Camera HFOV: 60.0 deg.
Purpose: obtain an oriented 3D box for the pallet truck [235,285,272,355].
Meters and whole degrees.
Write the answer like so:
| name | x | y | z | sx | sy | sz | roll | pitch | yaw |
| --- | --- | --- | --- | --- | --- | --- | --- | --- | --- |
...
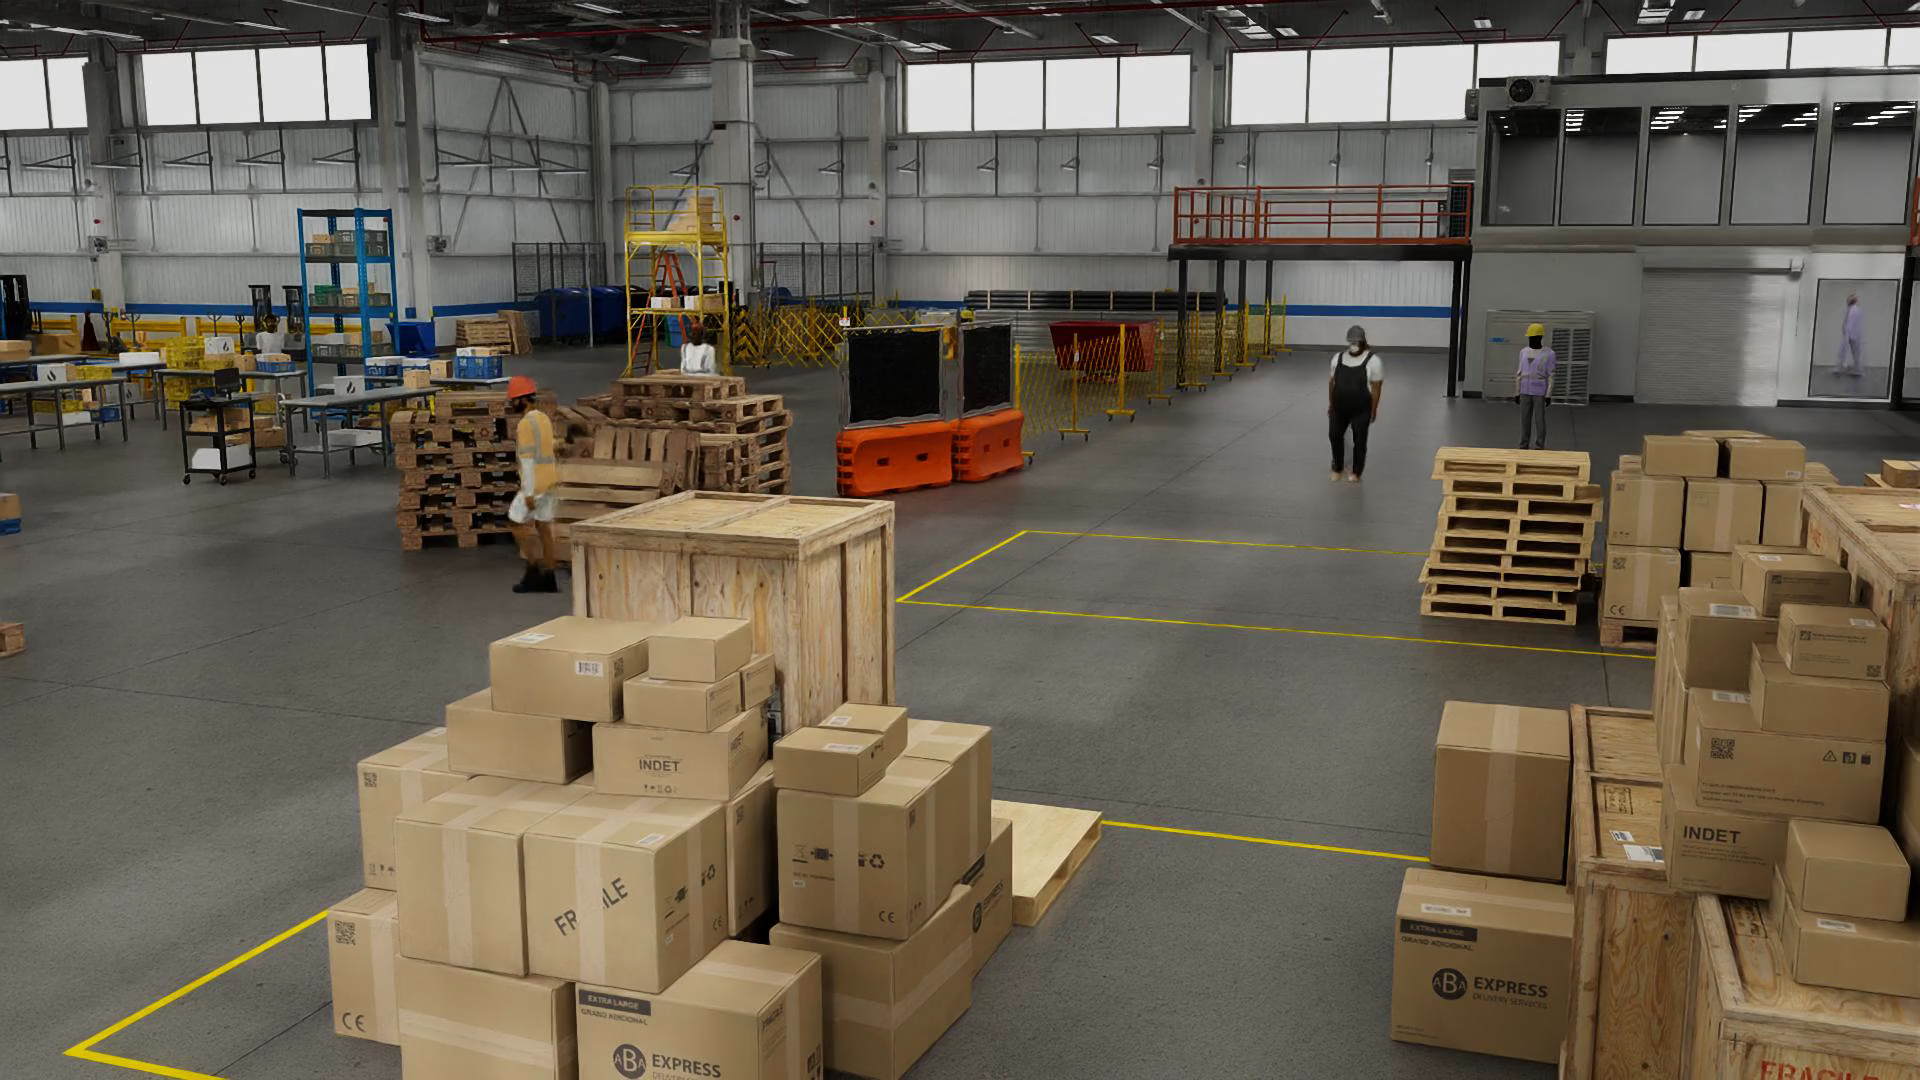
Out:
| name | x | y | z | sx | sy | sz | roll | pitch | yaw |
| --- | --- | --- | --- | --- | --- | --- | --- | --- | --- |
| pallet truck | -18.327 | -5.835 | 44.421 | 0.823 | 1.965 | 1.885 | 4 | 11 | 23 |

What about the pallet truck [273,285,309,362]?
| name | x | y | z | sx | sy | sz | roll | pitch | yaw |
| --- | --- | --- | --- | --- | --- | --- | --- | --- | --- |
| pallet truck | -17.147 | -5.700 | 43.663 | 0.823 | 1.965 | 1.885 | 3 | 11 | 17 |

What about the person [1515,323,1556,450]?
| name | x | y | z | sx | sy | sz | roll | pitch | yaw |
| --- | --- | --- | --- | --- | --- | --- | --- | --- | --- |
| person | 8.143 | -2.107 | 23.623 | 0.370 | 1.925 | 0.595 | -7 | 12 | -35 |

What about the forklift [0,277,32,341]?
| name | x | y | z | sx | sy | sz | roll | pitch | yaw |
| --- | --- | --- | --- | --- | --- | --- | --- | --- | --- |
| forklift | -27.151 | -6.329 | 46.328 | 1.157 | 1.987 | 2.680 | 3 | 11 | 17 |

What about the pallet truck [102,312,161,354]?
| name | x | y | z | sx | sy | sz | roll | pitch | yaw |
| --- | --- | --- | --- | --- | --- | --- | --- | --- | --- |
| pallet truck | -23.057 | -5.777 | 46.261 | 0.680 | 1.201 | 1.601 | 3 | 11 | 19 |

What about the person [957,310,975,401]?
| name | x | y | z | sx | sy | sz | roll | pitch | yaw |
| --- | --- | --- | --- | --- | --- | --- | --- | --- | --- |
| person | 0.114 | -3.605 | 32.514 | 0.310 | 1.768 | 0.533 | -3 | 10 | -14 |

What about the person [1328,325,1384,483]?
| name | x | y | z | sx | sy | sz | roll | pitch | yaw |
| --- | --- | --- | --- | --- | --- | --- | --- | --- | --- |
| person | 4.975 | -1.720 | 21.128 | 0.713 | 2.000 | 0.642 | 6 | 12 | 32 |

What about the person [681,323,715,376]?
| name | x | y | z | sx | sy | sz | roll | pitch | yaw |
| --- | --- | --- | --- | --- | --- | --- | --- | --- | --- |
| person | -3.928 | -2.291 | 24.817 | 0.613 | 1.870 | 0.417 | 4 | 11 | 22 |

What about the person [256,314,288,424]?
| name | x | y | z | sx | sy | sz | roll | pitch | yaw |
| --- | --- | --- | --- | --- | --- | --- | --- | --- | --- |
| person | -11.699 | -2.915 | 28.331 | 0.331 | 1.874 | 0.519 | 9 | 13 | 40 |

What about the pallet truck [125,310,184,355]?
| name | x | y | z | sx | sy | sz | roll | pitch | yaw |
| --- | --- | --- | --- | --- | --- | --- | --- | --- | --- |
| pallet truck | -22.038 | -5.665 | 45.457 | 0.704 | 1.261 | 1.522 | 3 | 11 | 17 |

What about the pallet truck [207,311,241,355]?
| name | x | y | z | sx | sy | sz | roll | pitch | yaw |
| --- | --- | --- | --- | --- | --- | --- | --- | --- | --- |
| pallet truck | -19.537 | -5.575 | 44.913 | 0.653 | 1.274 | 1.630 | 3 | 11 | 19 |

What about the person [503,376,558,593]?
| name | x | y | z | sx | sy | sz | roll | pitch | yaw |
| --- | --- | --- | --- | --- | --- | --- | --- | --- | --- |
| person | -3.736 | -0.483 | 14.541 | 0.523 | 1.903 | 0.542 | 3 | 10 | 14 |
